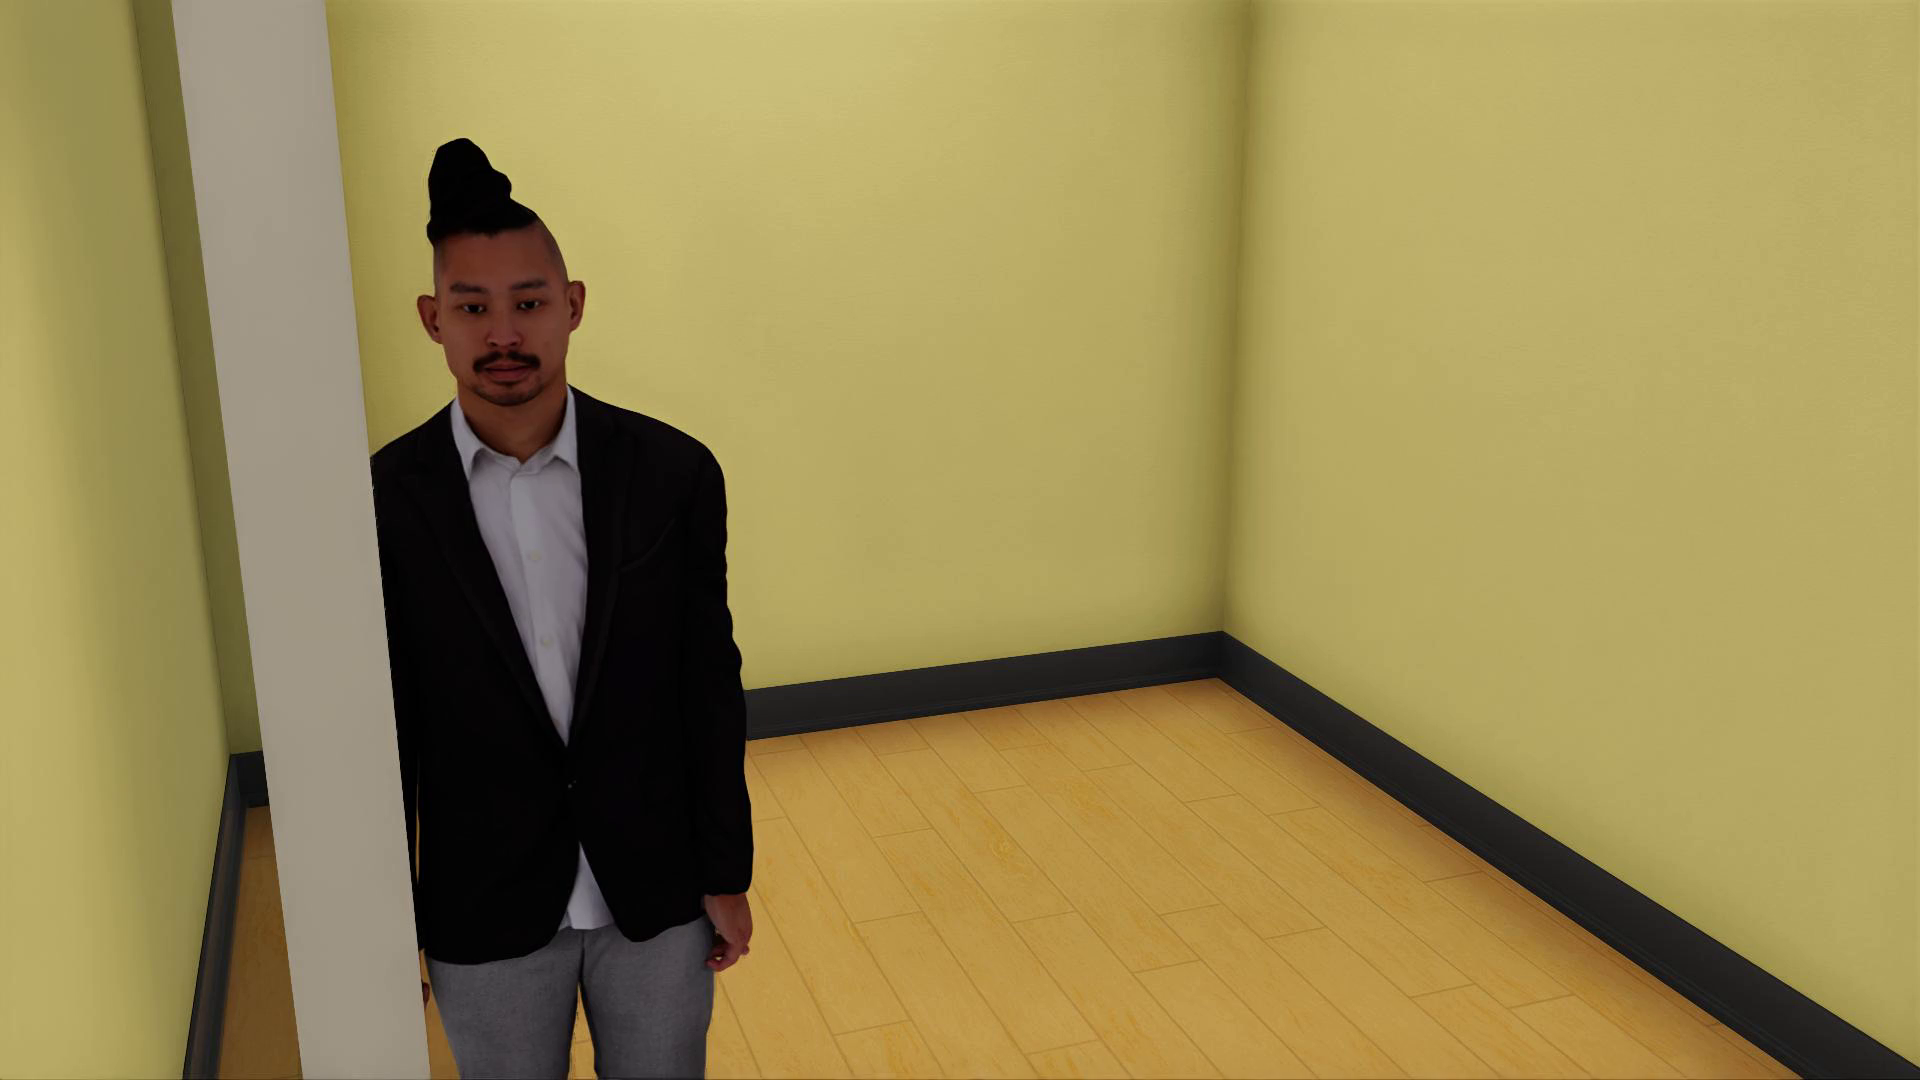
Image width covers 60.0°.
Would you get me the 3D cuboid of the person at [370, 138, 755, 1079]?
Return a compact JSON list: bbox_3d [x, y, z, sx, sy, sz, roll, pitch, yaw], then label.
[{"bbox_3d":[-0.561,0.434,2.339,0.505,1.951,0.759,-5,17,-18],"label":"person"}]
